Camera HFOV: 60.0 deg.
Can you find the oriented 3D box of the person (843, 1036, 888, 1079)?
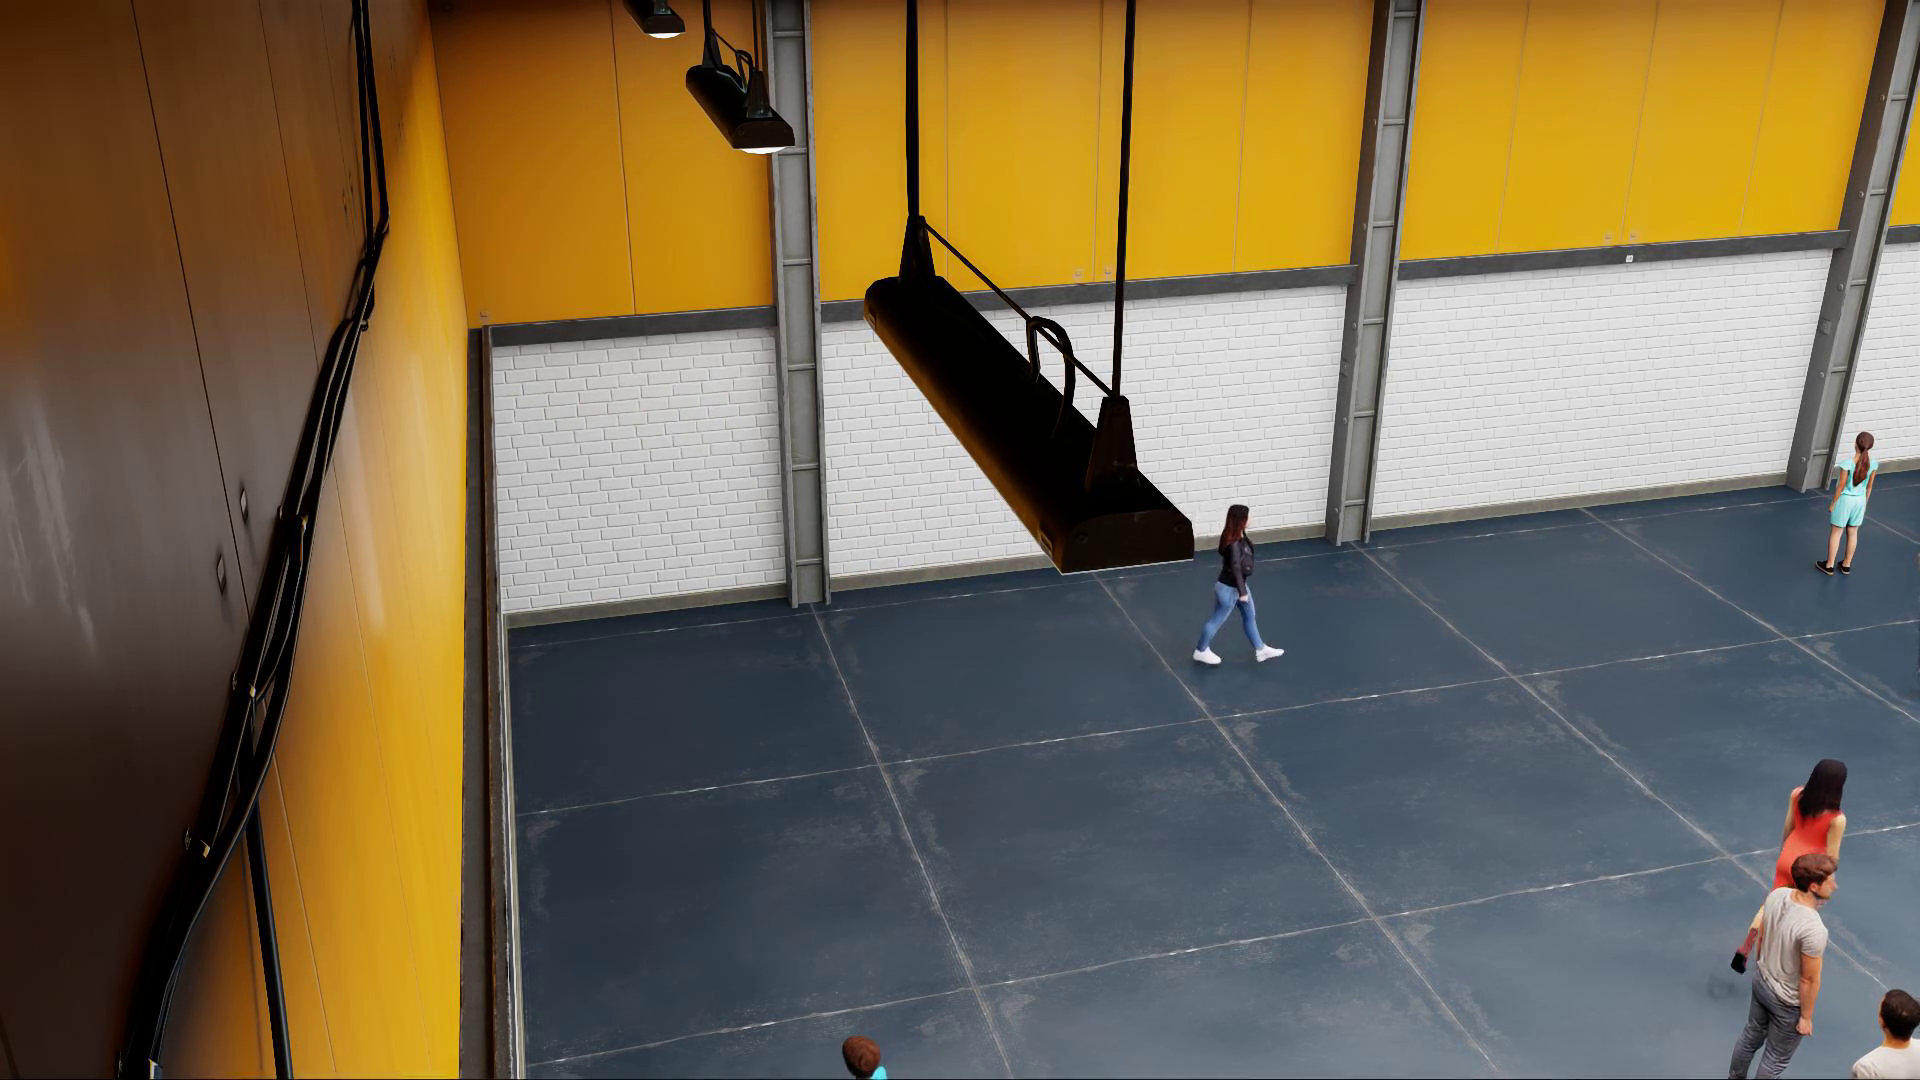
[{"bbox_3d":[-0.488,3.273,8.987,0.628,1.448,0.592,8,25,18],"label":"person"}]

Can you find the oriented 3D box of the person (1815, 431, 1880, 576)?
[{"bbox_3d":[9.221,-0.390,17.229,0.554,1.558,0.663,0,24,0],"label":"person"}]

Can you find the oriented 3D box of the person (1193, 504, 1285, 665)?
[{"bbox_3d":[2.412,0.440,15.281,1.166,1.597,0.957,5,24,10],"label":"person"}]

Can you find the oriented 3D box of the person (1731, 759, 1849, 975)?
[{"bbox_3d":[5.563,2.218,11.087,1.042,1.699,0.749,-12,26,-26],"label":"person"}]

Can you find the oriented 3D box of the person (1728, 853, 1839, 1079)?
[{"bbox_3d":[4.857,2.660,9.833,0.575,1.893,0.693,-3,24,-7],"label":"person"}]

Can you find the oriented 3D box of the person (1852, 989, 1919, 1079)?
[{"bbox_3d":[4.833,3.164,8.789,0.538,1.807,0.752,-11,26,-24],"label":"person"}]
